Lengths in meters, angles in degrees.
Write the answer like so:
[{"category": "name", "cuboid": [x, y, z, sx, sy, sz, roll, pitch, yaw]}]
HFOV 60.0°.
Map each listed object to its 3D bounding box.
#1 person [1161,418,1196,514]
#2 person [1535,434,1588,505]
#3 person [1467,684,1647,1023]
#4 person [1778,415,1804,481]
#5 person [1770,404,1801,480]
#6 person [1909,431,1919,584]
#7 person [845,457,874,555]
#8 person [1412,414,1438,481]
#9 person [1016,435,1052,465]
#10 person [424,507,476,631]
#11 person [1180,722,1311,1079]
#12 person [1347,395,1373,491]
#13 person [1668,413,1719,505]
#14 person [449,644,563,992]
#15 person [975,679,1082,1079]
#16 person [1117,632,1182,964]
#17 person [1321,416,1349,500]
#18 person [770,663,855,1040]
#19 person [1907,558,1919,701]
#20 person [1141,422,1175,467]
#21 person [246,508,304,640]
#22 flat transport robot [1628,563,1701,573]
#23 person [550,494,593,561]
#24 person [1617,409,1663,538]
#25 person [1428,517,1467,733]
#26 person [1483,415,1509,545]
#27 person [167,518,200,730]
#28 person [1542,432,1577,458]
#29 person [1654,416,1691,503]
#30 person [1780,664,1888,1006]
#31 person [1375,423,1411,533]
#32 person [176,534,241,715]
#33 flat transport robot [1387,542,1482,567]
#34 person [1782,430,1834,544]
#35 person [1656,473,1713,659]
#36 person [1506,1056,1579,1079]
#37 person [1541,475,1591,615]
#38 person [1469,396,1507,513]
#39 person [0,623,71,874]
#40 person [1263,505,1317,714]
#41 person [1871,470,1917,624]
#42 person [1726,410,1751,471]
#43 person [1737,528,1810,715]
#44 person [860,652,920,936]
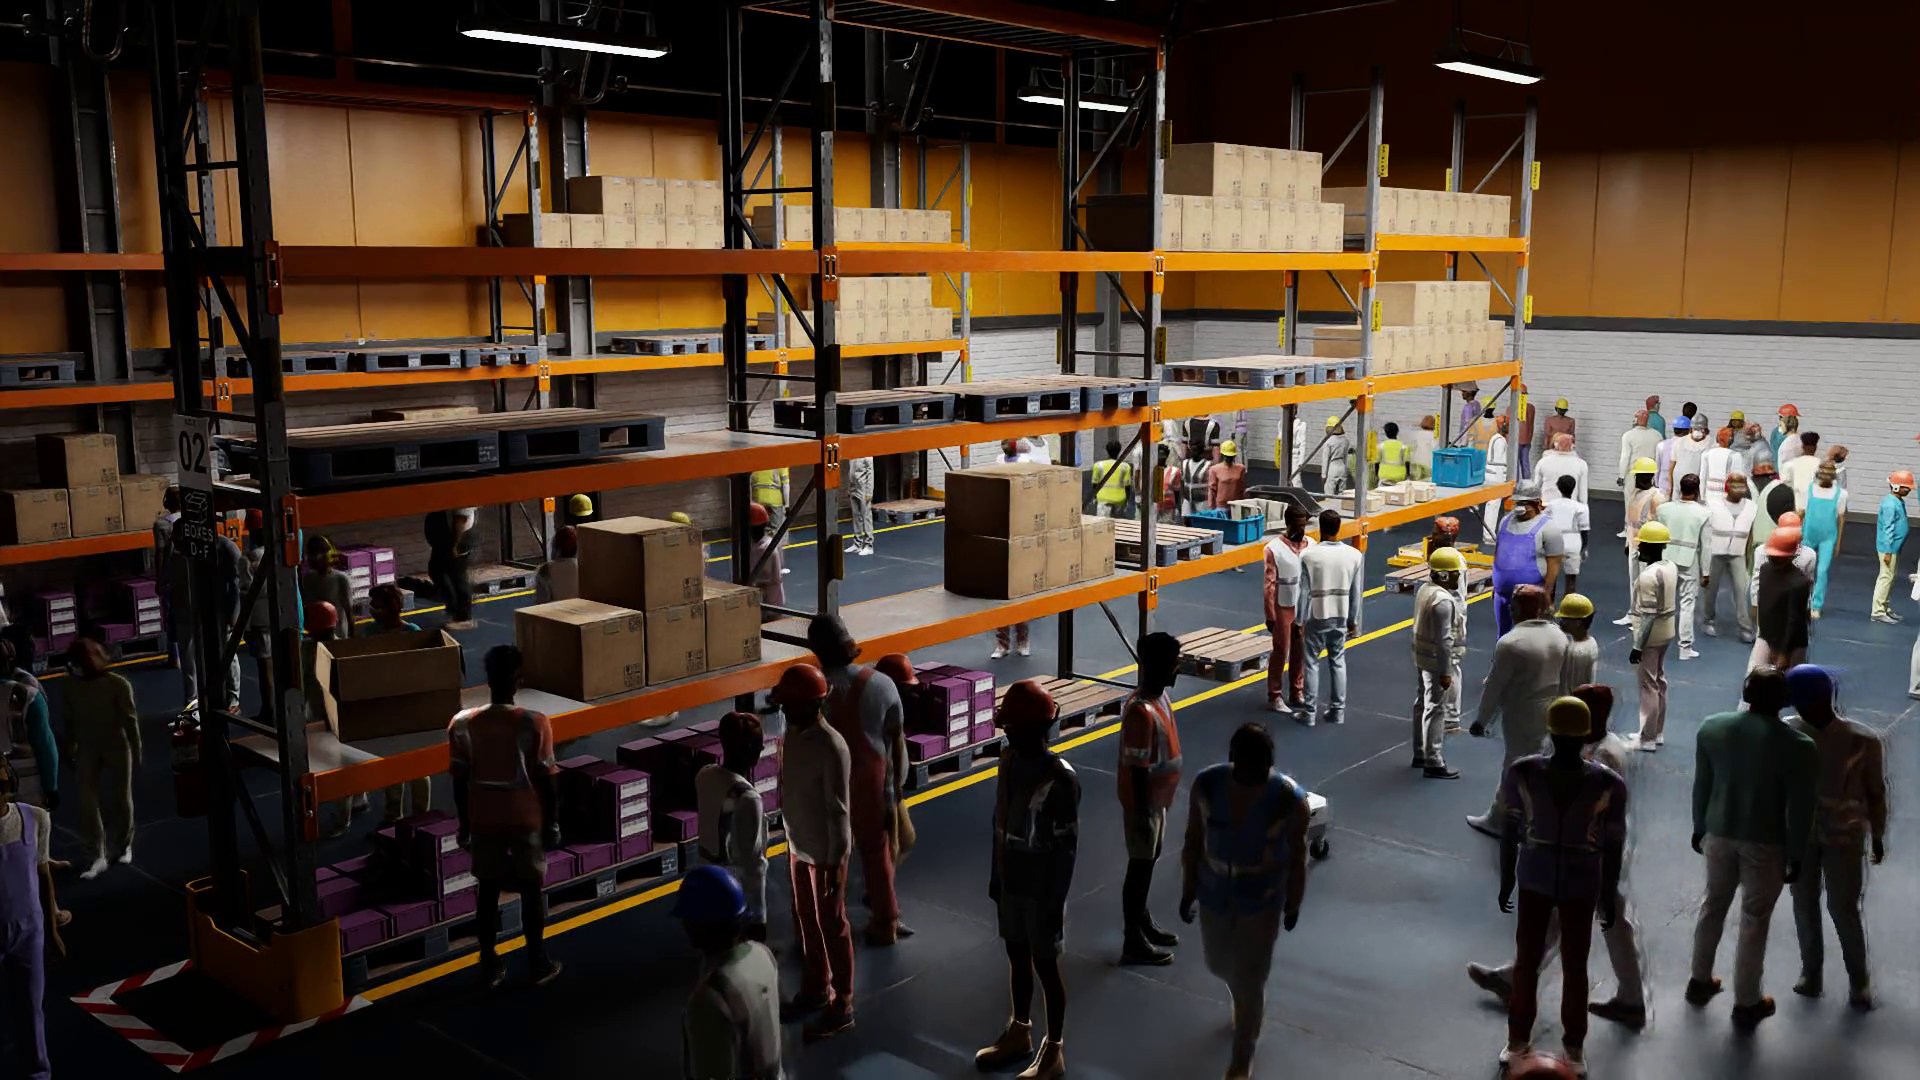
[{"category": "person", "cuboid": [3.476, -1.323, 26.601, 0.571, 1.902, 0.555, 5, 11, 28]}, {"category": "person", "cuboid": [7.714, -0.433, 21.361, 0.655, 1.866, 0.936, 4, 10, 22]}, {"category": "person", "cuboid": [3.299, 1.659, 8.966, 0.946, 1.835, 0.587, 6, 11, 33]}, {"category": "person", "cuboid": [11.638, -0.793, 23.357, 0.367, 1.931, 0.632, 7, 12, 37]}, {"category": "person", "cuboid": [12.066, -1.000, 24.389, 0.376, 1.995, 0.612, 0, 10, 3]}, {"category": "person", "cuboid": [12.230, -0.452, 21.026, 0.428, 2.032, 0.608, 5, 11, 27]}, {"category": "person", "cuboid": [-1.405, -0.662, 23.126, 0.306, 1.743, 0.494, -8, 12, -40]}, {"category": "person", "cuboid": [7.471, -1.232, 26.935, 0.677, 1.603, 0.512, -7, 12, -36]}, {"category": "person", "cuboid": [1.026, -0.804, 23.087, 0.536, 2.000, 0.683, 8, 12, 39]}, {"category": "person", "cuboid": [-5.618, -0.005, 18.313, 0.545, 2.000, 0.700, -6, 11, -31]}, {"category": "person", "cuboid": [1.450, 1.770, 8.401, 0.620, 1.819, 0.790, 5, 11, 27]}, {"category": "person", "cuboid": [6.880, -1.659, 28.609, 0.575, 1.894, 0.593, 1, 10, 6]}, {"category": "person", "cuboid": [9.986, -0.732, 22.653, 0.680, 2.000, 0.535, 7, 12, 37]}, {"category": "person", "cuboid": [-2.539, 1.561, 9.265, 0.647, 1.971, 0.505, 1, 10, 5]}, {"category": "person", "cuboid": [0.333, 1.686, 8.214, 0.371, 2.044, 0.607, -6, 11, -34]}, {"category": "person", "cuboid": [1.100, 1.485, 9.682, 0.368, 1.960, 0.606, 3, 10, 16]}, {"category": "person", "cuboid": [5.661, -1.006, 25.210, 0.486, 1.738, 0.320, -5, 11, -27]}, {"category": "person", "cuboid": [-0.786, 1.620, 8.792, 0.408, 1.986, 0.617, -6, 11, -32]}, {"category": "person", "cuboid": [9.043, 0.589, 15.388, 0.559, 1.836, 0.393, -6, 11, -33]}, {"category": "person", "cuboid": [3.085, -1.058, 25.913, 0.531, 1.595, 0.806, 5, 11, 28]}, {"category": "person", "cuboid": [-7.157, 0.204, 17.428, 0.394, 1.920, 0.587, 8, 12, 39]}, {"category": "flat transport robot", "cuboid": [9.340, 0.299, 21.771, 0.652, 0.197, 1.431, 8, 13, 41]}, {"category": "person", "cuboid": [-3.497, 0.523, 15.498, 0.595, 1.925, 0.373, -4, 10, -25]}, {"category": "person", "cuboid": [9.966, -0.967, 24.461, 0.652, 1.906, 0.404, -2, 10, -12]}, {"category": "person", "cuboid": [4.207, 0.727, 14.408, 0.338, 1.882, 0.582, 1, 10, 4]}, {"category": "person", "cuboid": [7.757, -0.871, 23.991, 0.355, 1.876, 0.574, 2, 10, 11]}, {"category": "person", "cuboid": [-6.688, 0.726, 14.444, 0.513, 1.877, 0.328, 4, 10, 21]}, {"category": "person", "cuboid": [8.605, -0.746, 23.956, 0.507, 1.631, 0.276, 5, 11, 27]}, {"category": "person", "cuboid": [9.902, -0.744, 23.007, 0.402, 1.943, 0.608, -6, 11, -33]}, {"category": "person", "cuboid": [4.703, 1.603, 9.133, 0.633, 1.901, 0.518, 8, 12, 39]}, {"category": "person", "cuboid": [6.534, -0.956, 25.142, 0.547, 1.640, 0.884, 3, 10, 16]}, {"category": "person", "cuboid": [-6.671, 0.639, 14.777, 0.631, 1.940, 0.372, 2, 10, 11]}, {"category": "flat transport robot", "cuboid": [6.424, 0.184, 22.462, 0.652, 0.197, 1.431, 9, 13, 43]}, {"category": "person", "cuboid": [10.724, -0.422, 21.122, 0.796, 1.936, 0.620, -8, 12, -40]}, {"category": "person", "cuboid": [7.412, 0.268, 17.100, 0.396, 1.908, 0.589, -8, 12, -40]}, {"category": "person", "cuboid": [1.634, 2.333, 4.751, 0.547, 1.914, 0.857, 2, 10, 11]}, {"category": "person", "cuboid": [6.824, 0.096, 18.823, 0.569, 1.665, 0.695, 5, 11, 25]}, {"category": "person", "cuboid": [8.509, -1.372, 26.850, 0.590, 1.918, 0.402, 4, 10, 25]}, {"category": "person", "cuboid": [-6.210, 1.385, 11.040, 0.540, 1.696, 0.316, 7, 12, 35]}, {"category": "person", "cuboid": [2.971, 0.617, 15.016, 0.598, 1.907, 0.408, -6, 11, -33]}, {"category": "person", "cuboid": [10.533, 0.072, 18.761, 0.352, 1.738, 0.574, 7, 12, 36]}, {"category": "person", "cuboid": [12.151, -1.166, 26.128, 0.288, 1.746, 0.488, -9, 13, -43]}, {"category": "person", "cuboid": [6.745, 0.824, 13.738, 1.013, 1.912, 0.670, -2, 10, -11]}, {"category": "person", "cuboid": [-0.429, 1.525, 10.068, 0.370, 1.738, 0.601, 0, 10, 0]}]
